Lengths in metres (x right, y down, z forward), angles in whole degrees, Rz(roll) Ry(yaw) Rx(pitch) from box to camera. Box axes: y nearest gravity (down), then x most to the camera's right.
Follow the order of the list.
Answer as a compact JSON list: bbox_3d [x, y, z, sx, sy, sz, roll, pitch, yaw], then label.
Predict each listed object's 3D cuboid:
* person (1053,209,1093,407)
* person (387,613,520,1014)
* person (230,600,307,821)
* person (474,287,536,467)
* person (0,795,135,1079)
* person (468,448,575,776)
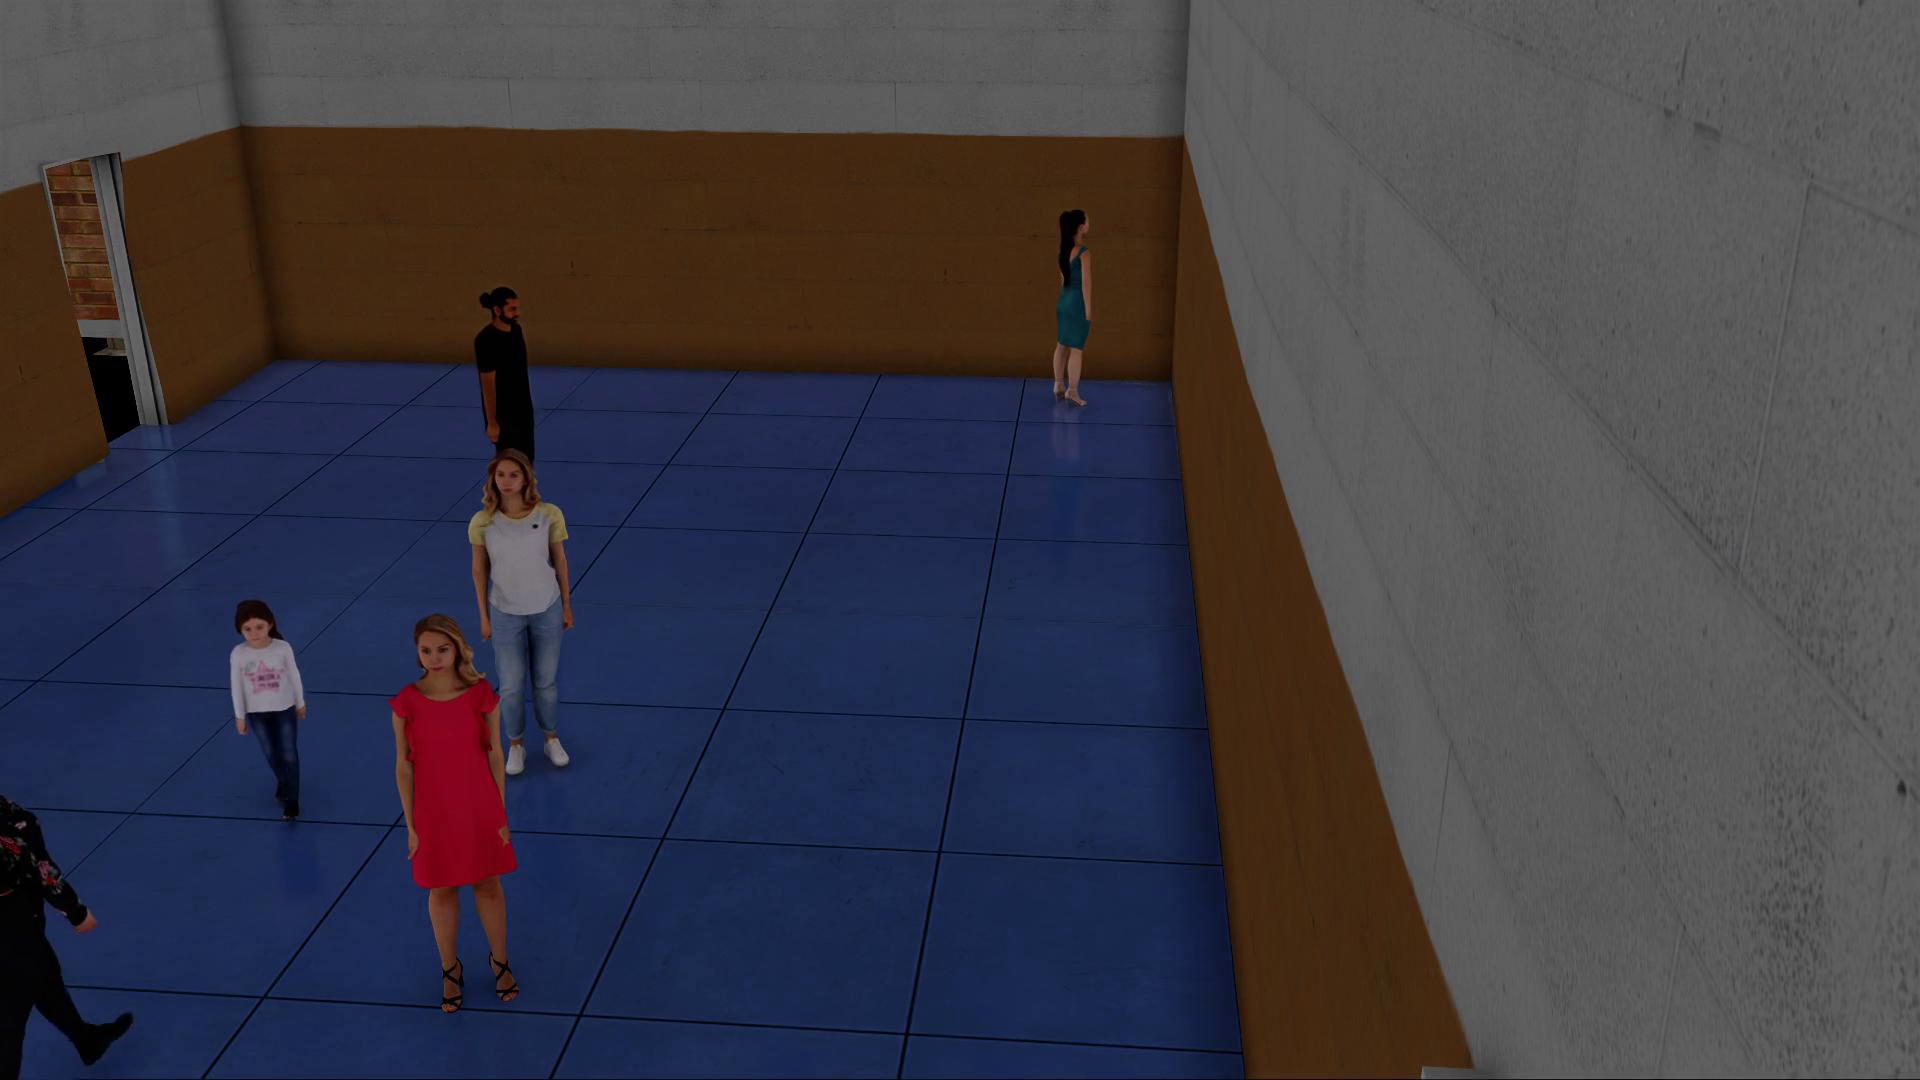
[{"bbox_3d":[0.968,-1.981,14.208,0.643,1.688,0.605,-14,26,-30],"label":"person"},{"bbox_3d":[-1.979,1.072,6.554,0.594,1.729,0.706,-7,23,-16],"label":"person"},{"bbox_3d":[-3.365,0.780,8.127,0.656,1.097,0.623,-5,22,-11],"label":"person"},{"bbox_3d":[-3.105,-0.886,11.402,0.667,1.747,0.733,5,22,13],"label":"person"},{"bbox_3d":[-3.426,1.402,5.829,0.943,1.656,0.875,13,25,28],"label":"person"},{"bbox_3d":[-2.179,0.353,8.330,0.632,1.723,0.765,-8,23,-20],"label":"person"}]
